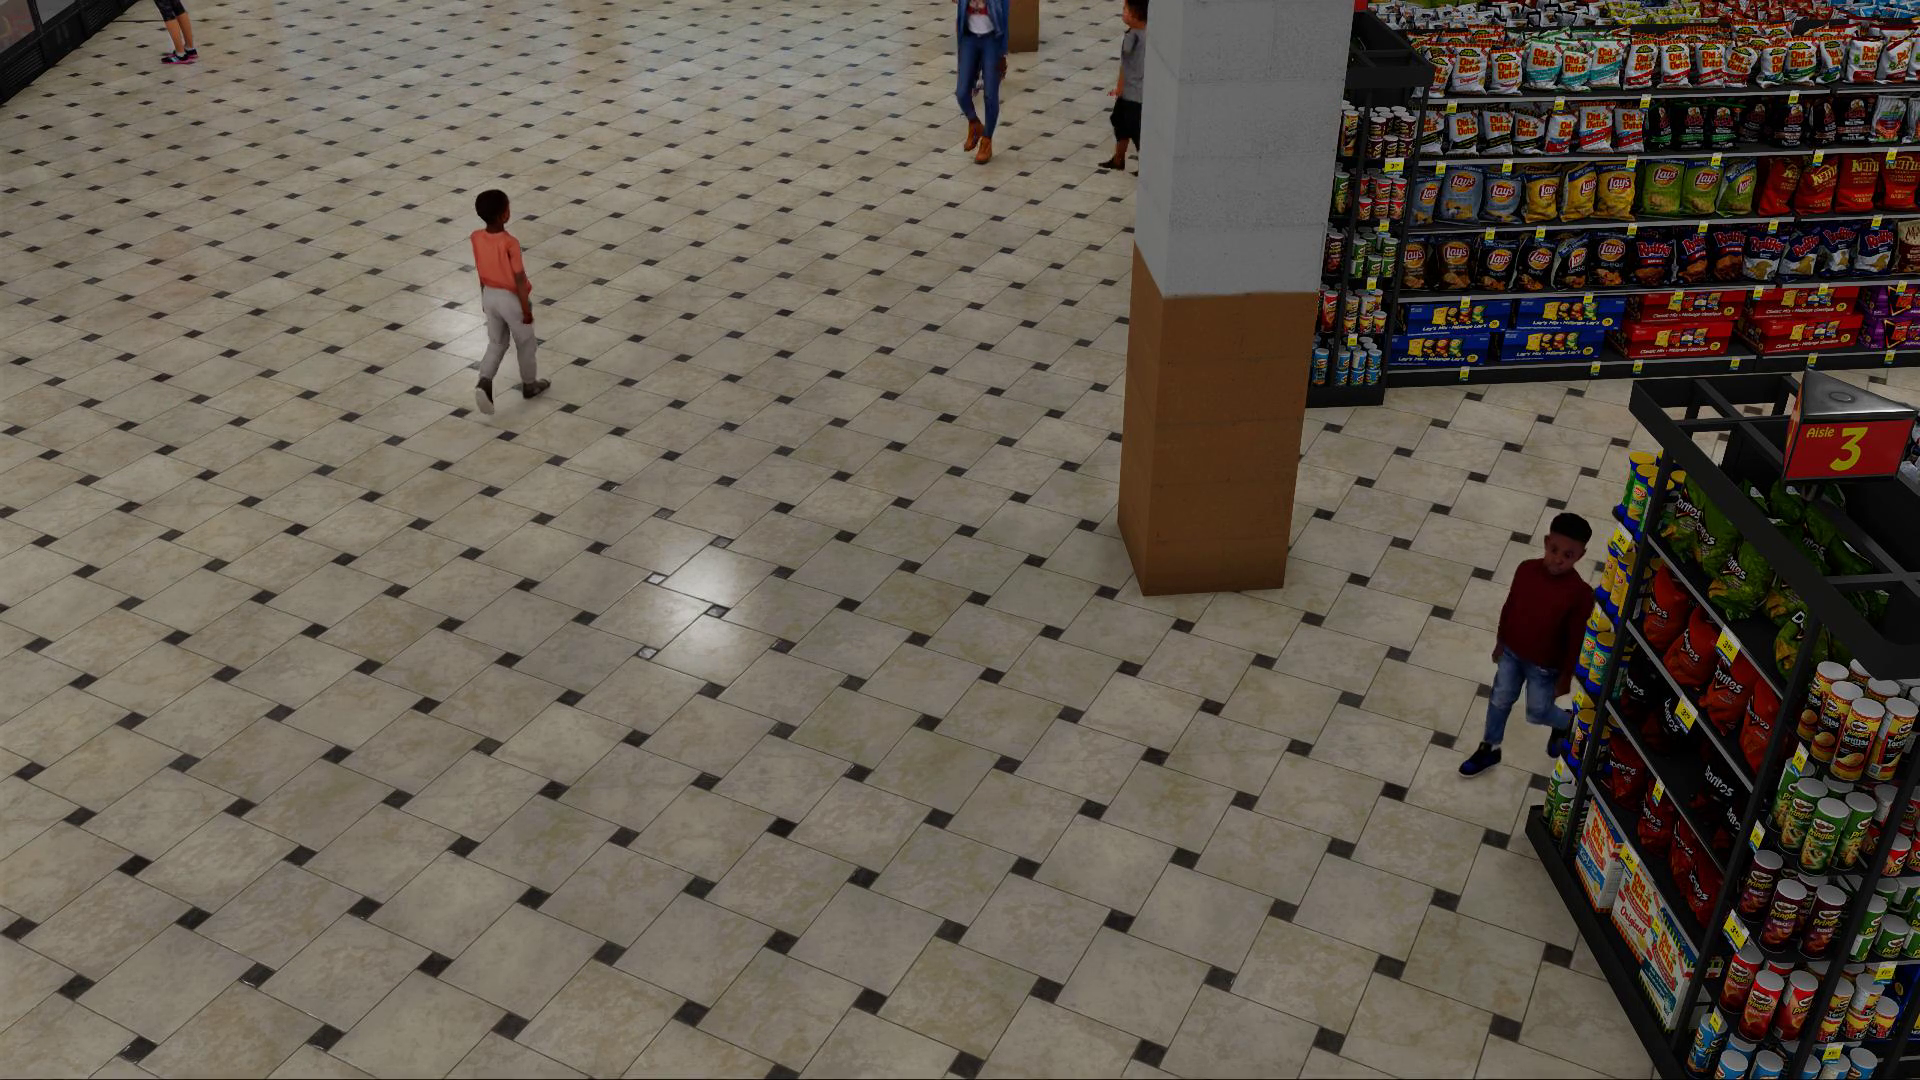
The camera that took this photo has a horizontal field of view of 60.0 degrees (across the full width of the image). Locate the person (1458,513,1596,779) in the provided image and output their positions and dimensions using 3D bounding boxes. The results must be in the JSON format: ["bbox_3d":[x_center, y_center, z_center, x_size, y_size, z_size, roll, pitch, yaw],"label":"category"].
[{"bbox_3d":[2.333,0.422,6.624,0.813,1.240,0.704,-19,37,-28],"label":"person"}]

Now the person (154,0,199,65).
[{"bbox_3d":[-7.400,-5.292,15.345,0.619,1.729,0.626,6,32,10],"label":"person"}]

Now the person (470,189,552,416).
[{"bbox_3d":[-2.607,-1.330,9.387,0.820,1.296,0.771,13,34,20],"label":"person"}]

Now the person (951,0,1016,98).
[{"bbox_3d":[0.296,-4.842,14.539,1.087,1.816,1.116,22,38,32],"label":"person"}]

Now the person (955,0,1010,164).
[{"bbox_3d":[0.219,-3.833,13.026,0.704,1.701,0.780,11,33,16],"label":"person"}]

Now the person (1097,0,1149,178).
[{"bbox_3d":[1.407,-3.494,12.726,0.875,1.442,0.793,15,35,23],"label":"person"}]
